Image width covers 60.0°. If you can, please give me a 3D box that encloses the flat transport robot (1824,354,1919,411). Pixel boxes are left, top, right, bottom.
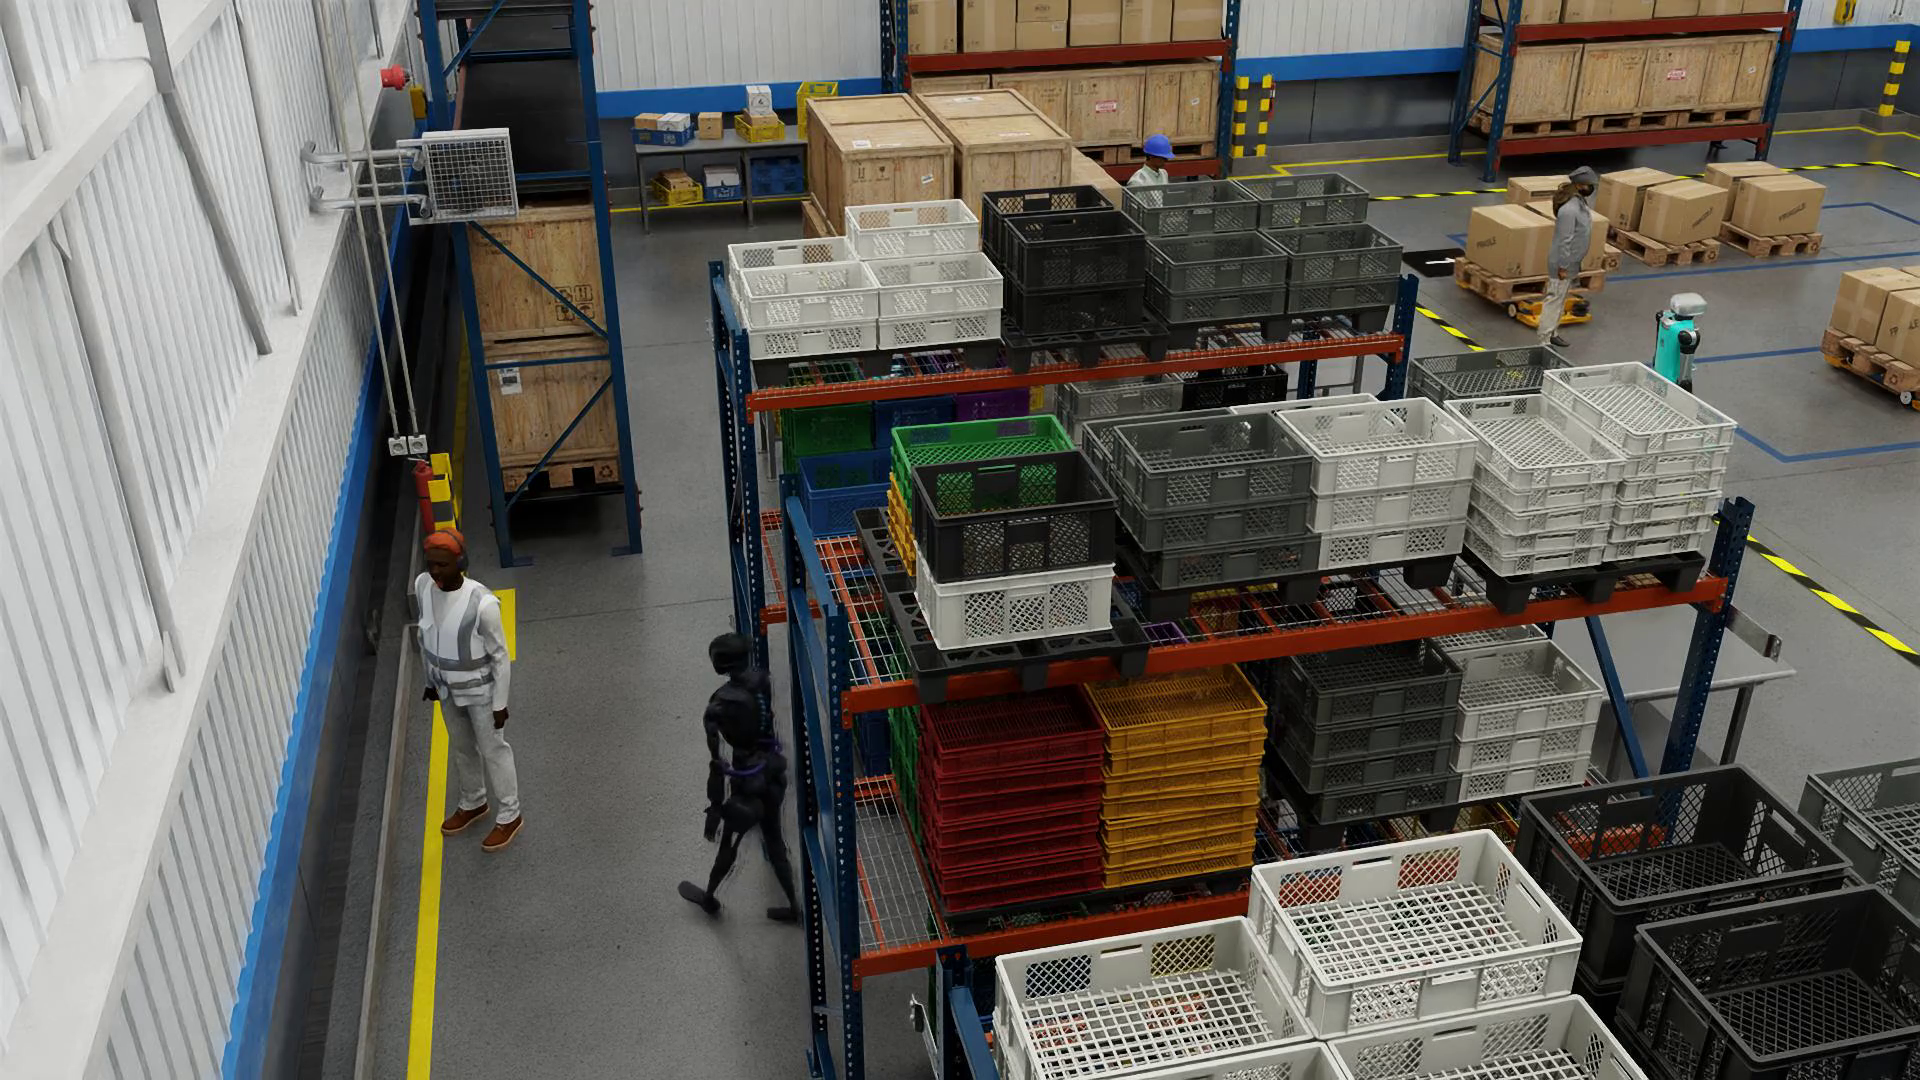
[{"bbox_3d":[8.473,-1.467,14.800,0.652,0.197,1.431,-6,28,-12],"label":"flat transport robot"}]

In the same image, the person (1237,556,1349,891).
[{"bbox_3d":[1.626,0.971,8.304,0.613,2.042,0.371,-13,30,-23],"label":"person"}]

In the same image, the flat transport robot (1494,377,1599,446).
[{"bbox_3d":[4.780,-1.036,14.013,0.659,0.231,1.431,-6,28,-12],"label":"flat transport robot"}]

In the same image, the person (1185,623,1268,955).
[{"bbox_3d":[1.307,1.205,8.072,0.430,1.842,0.626,24,36,37],"label":"person"}]

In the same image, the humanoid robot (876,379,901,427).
[{"bbox_3d":[-0.262,-0.198,10.831,0.686,1.776,0.538,-2,28,-3],"label":"humanoid robot"}]

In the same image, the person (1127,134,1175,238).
[{"bbox_3d":[1.778,-2.862,15.690,0.411,1.939,0.606,19,33,31],"label":"person"}]

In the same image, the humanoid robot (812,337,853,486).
[{"bbox_3d":[-0.899,-0.795,12.041,0.355,1.652,0.615,-17,32,-30],"label":"humanoid robot"}]

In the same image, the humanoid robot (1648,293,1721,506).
[{"bbox_3d":[5.404,-1.003,12.237,0.735,1.671,0.533,-1,28,-2],"label":"humanoid robot"}]

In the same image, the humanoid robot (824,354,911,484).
[{"bbox_3d":[-0.709,-0.568,11.501,0.680,1.766,0.546,16,32,28],"label":"humanoid robot"}]

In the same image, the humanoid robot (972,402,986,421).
[{"bbox_3d":[0.408,-0.148,10.723,0.850,1.740,0.563,-12,30,-22],"label":"humanoid robot"}]

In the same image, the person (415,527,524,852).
[{"bbox_3d":[-2.623,0.789,8.817,0.582,1.883,0.347,15,31,26],"label":"person"}]

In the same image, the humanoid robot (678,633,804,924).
[{"bbox_3d":[-1.092,1.200,8.289,0.726,1.628,0.589,12,30,22],"label":"humanoid robot"}]

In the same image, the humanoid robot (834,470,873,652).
[{"bbox_3d":[-0.683,-0.092,10.703,0.332,1.649,0.608,-7,28,-12],"label":"humanoid robot"}]

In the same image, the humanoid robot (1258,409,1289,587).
[{"bbox_3d":[1.960,-0.150,10.841,0.593,1.630,0.471,-21,34,-34],"label":"humanoid robot"}]

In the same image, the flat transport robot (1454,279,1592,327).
[{"bbox_3d":[5.661,-2.495,16.750,0.652,0.197,1.431,-8,29,-15],"label":"flat transport robot"}]

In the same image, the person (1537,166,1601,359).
[{"bbox_3d":[5.566,-2.573,15.317,0.398,1.768,0.571,14,31,25],"label":"person"}]

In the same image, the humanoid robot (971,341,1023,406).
[{"bbox_3d":[0.073,-0.465,11.300,0.684,1.757,0.547,-21,34,-34],"label":"humanoid robot"}]
